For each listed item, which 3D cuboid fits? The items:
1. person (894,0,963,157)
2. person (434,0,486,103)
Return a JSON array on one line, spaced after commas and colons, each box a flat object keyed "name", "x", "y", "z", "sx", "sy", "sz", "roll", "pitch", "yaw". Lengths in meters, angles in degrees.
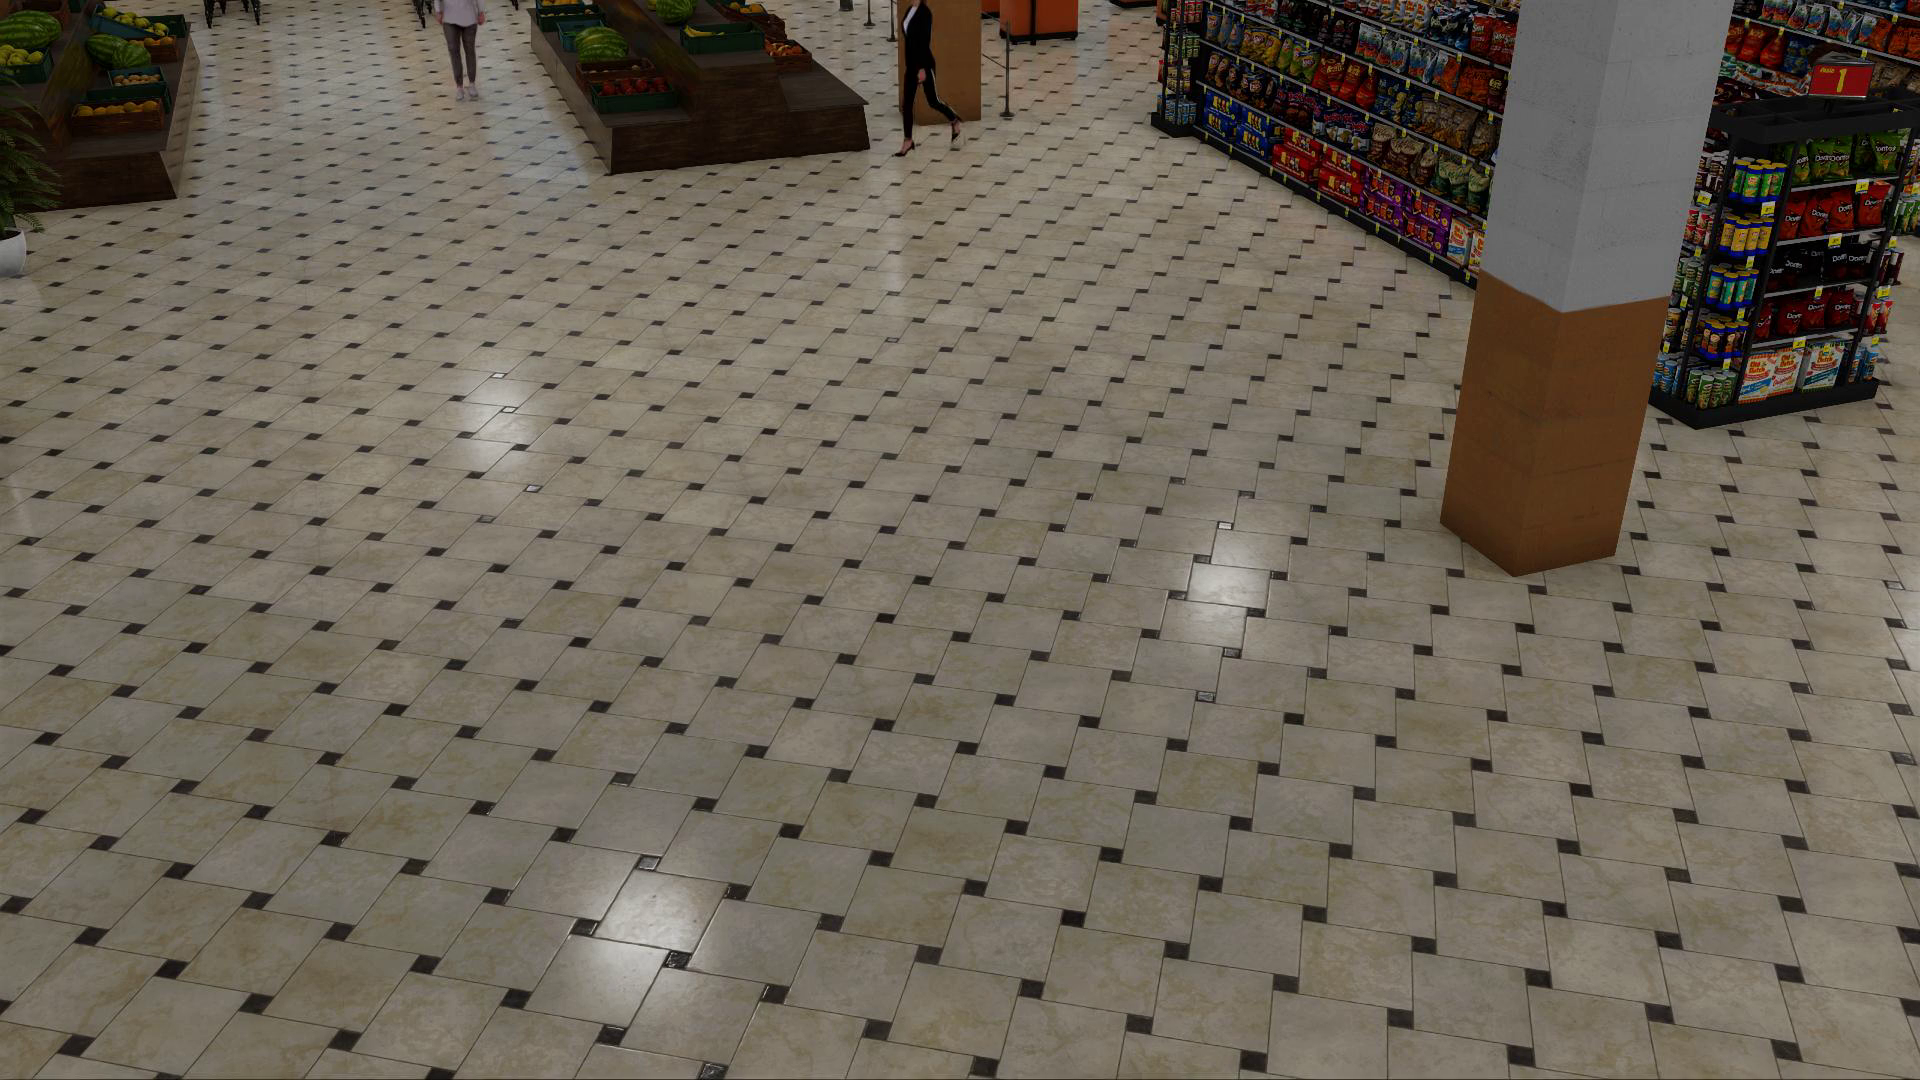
[{"name": "person", "x": -0.307, "y": -4.608, "z": 16.300, "sx": 0.903, "sy": 1.661, "sz": 1.100, "roll": -22, "pitch": 35, "yaw": -34}, {"name": "person", "x": -5.515, "y": -5.806, "z": 18.330, "sx": 0.696, "sy": 1.818, "sz": 0.793, "roll": -8, "pitch": 30, "yaw": -15}]
